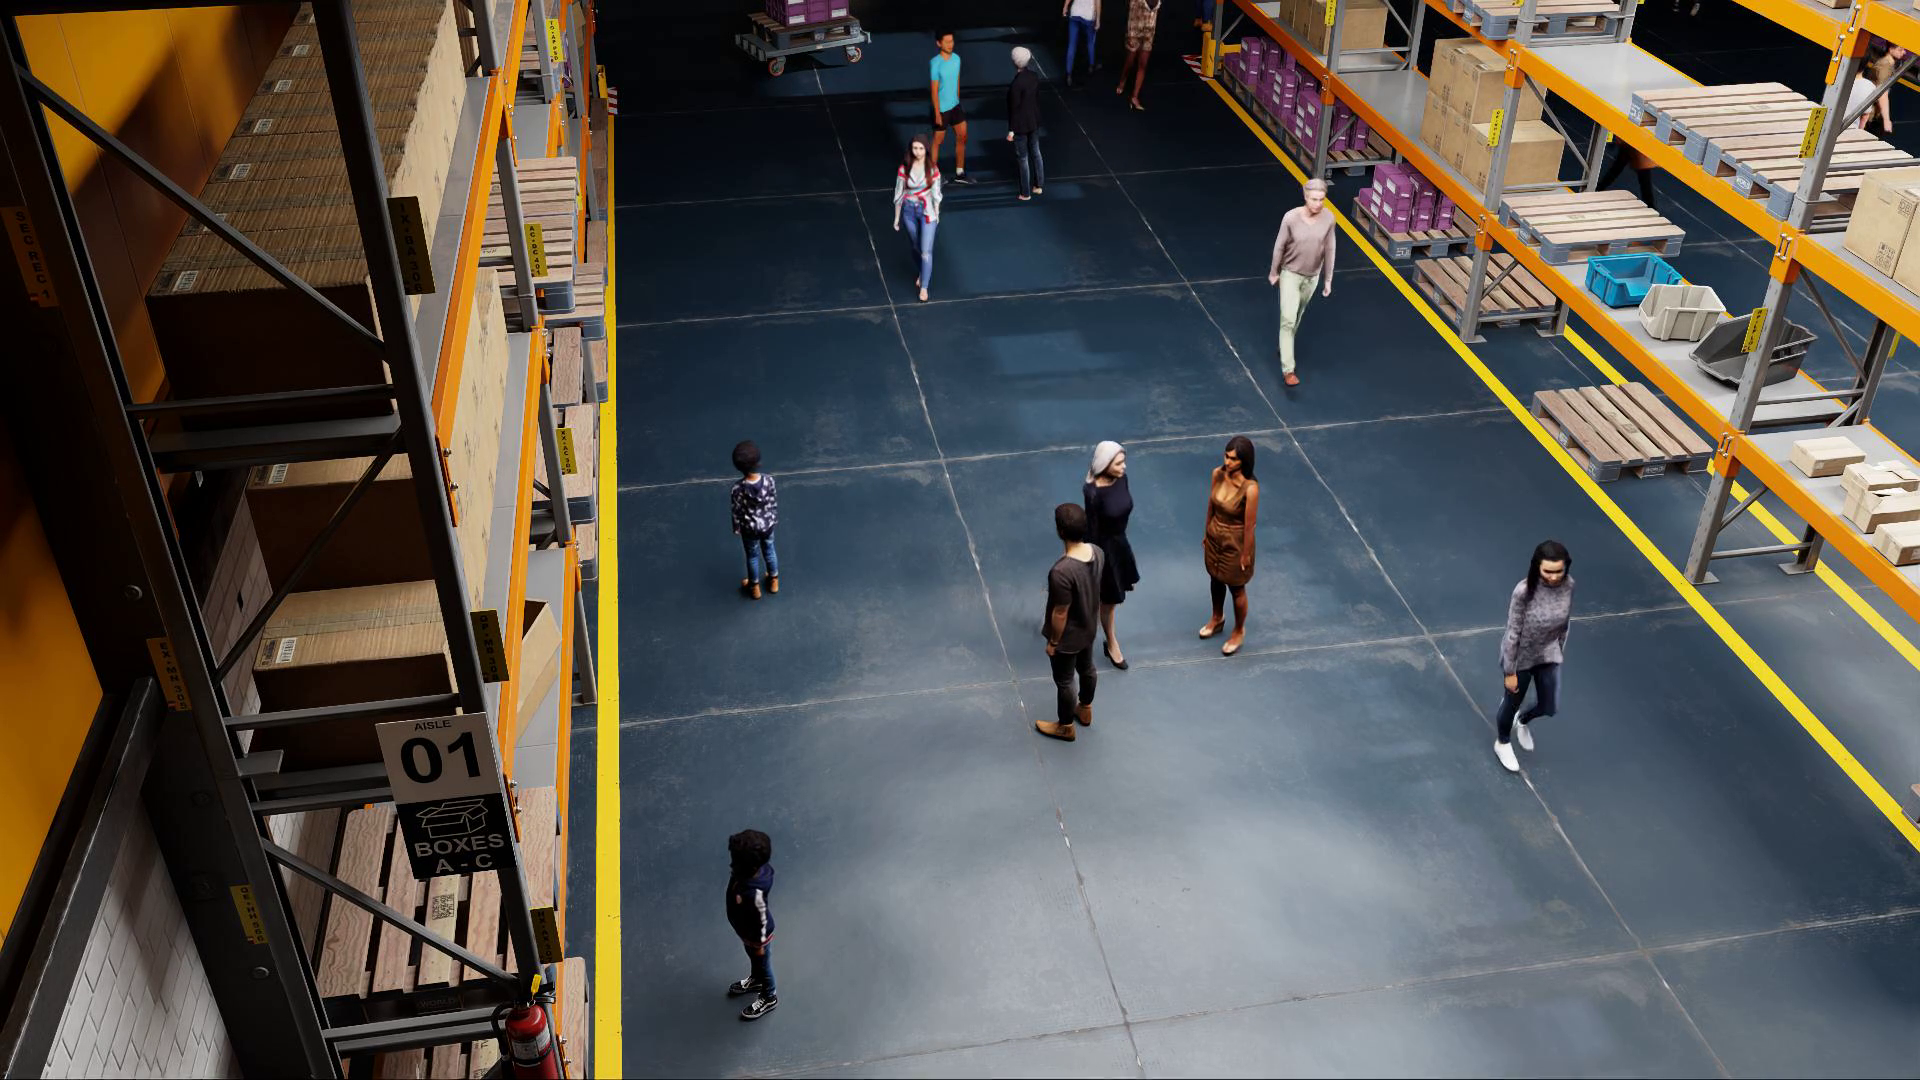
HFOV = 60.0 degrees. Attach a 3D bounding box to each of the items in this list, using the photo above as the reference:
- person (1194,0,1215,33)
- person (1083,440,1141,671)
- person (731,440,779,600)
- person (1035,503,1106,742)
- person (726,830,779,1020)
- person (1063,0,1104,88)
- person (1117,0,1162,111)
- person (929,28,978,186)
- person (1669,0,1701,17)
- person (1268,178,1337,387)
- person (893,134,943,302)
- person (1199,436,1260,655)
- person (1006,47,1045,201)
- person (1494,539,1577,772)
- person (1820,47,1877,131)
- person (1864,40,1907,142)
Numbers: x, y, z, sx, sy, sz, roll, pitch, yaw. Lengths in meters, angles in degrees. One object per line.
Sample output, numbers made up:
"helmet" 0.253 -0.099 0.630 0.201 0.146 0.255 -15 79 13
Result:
"person" 3.520 -8.081 23.433 0.766 1.743 0.586 -9 35 -13
"person" 0.915 0.075 11.176 1.014 1.728 0.923 25 41 33
"person" -1.467 -0.152 11.949 0.542 1.250 0.548 -15 37 -22
"person" 0.723 0.527 10.512 0.743 1.711 0.706 26 42 33
"person" -1.090 1.999 8.739 0.625 1.221 0.497 -14 36 -20
"person" 1.557 -6.622 21.344 1.028 1.625 1.172 8 34 12
"person" 2.207 -6.265 20.700 0.764 1.744 1.004 -9 35 -13
"person" -0.232 -4.827 18.521 0.940 1.761 0.871 28 43 35
"person" 10.650 -8.336 24.095 0.603 1.435 0.912 -2 34 -3
"person" 2.991 -2.357 14.744 0.679 1.827 1.160 -4 34 -6
"person" -0.388 -3.205 16.239 0.802 1.585 0.987 7 34 10
"person" 1.833 0.028 11.287 0.697 1.683 0.585 -23 40 -30
"person" 0.763 -4.555 18.253 0.792 1.784 0.841 26 42 33
"person" 3.474 0.674 10.291 0.607 1.710 0.617 -8 34 -11
"person" 9.252 -4.258 17.553 0.740 1.885 0.712 8 34 12
"person" 9.841 -4.642 18.209 1.254 1.799 1.127 24 41 32
